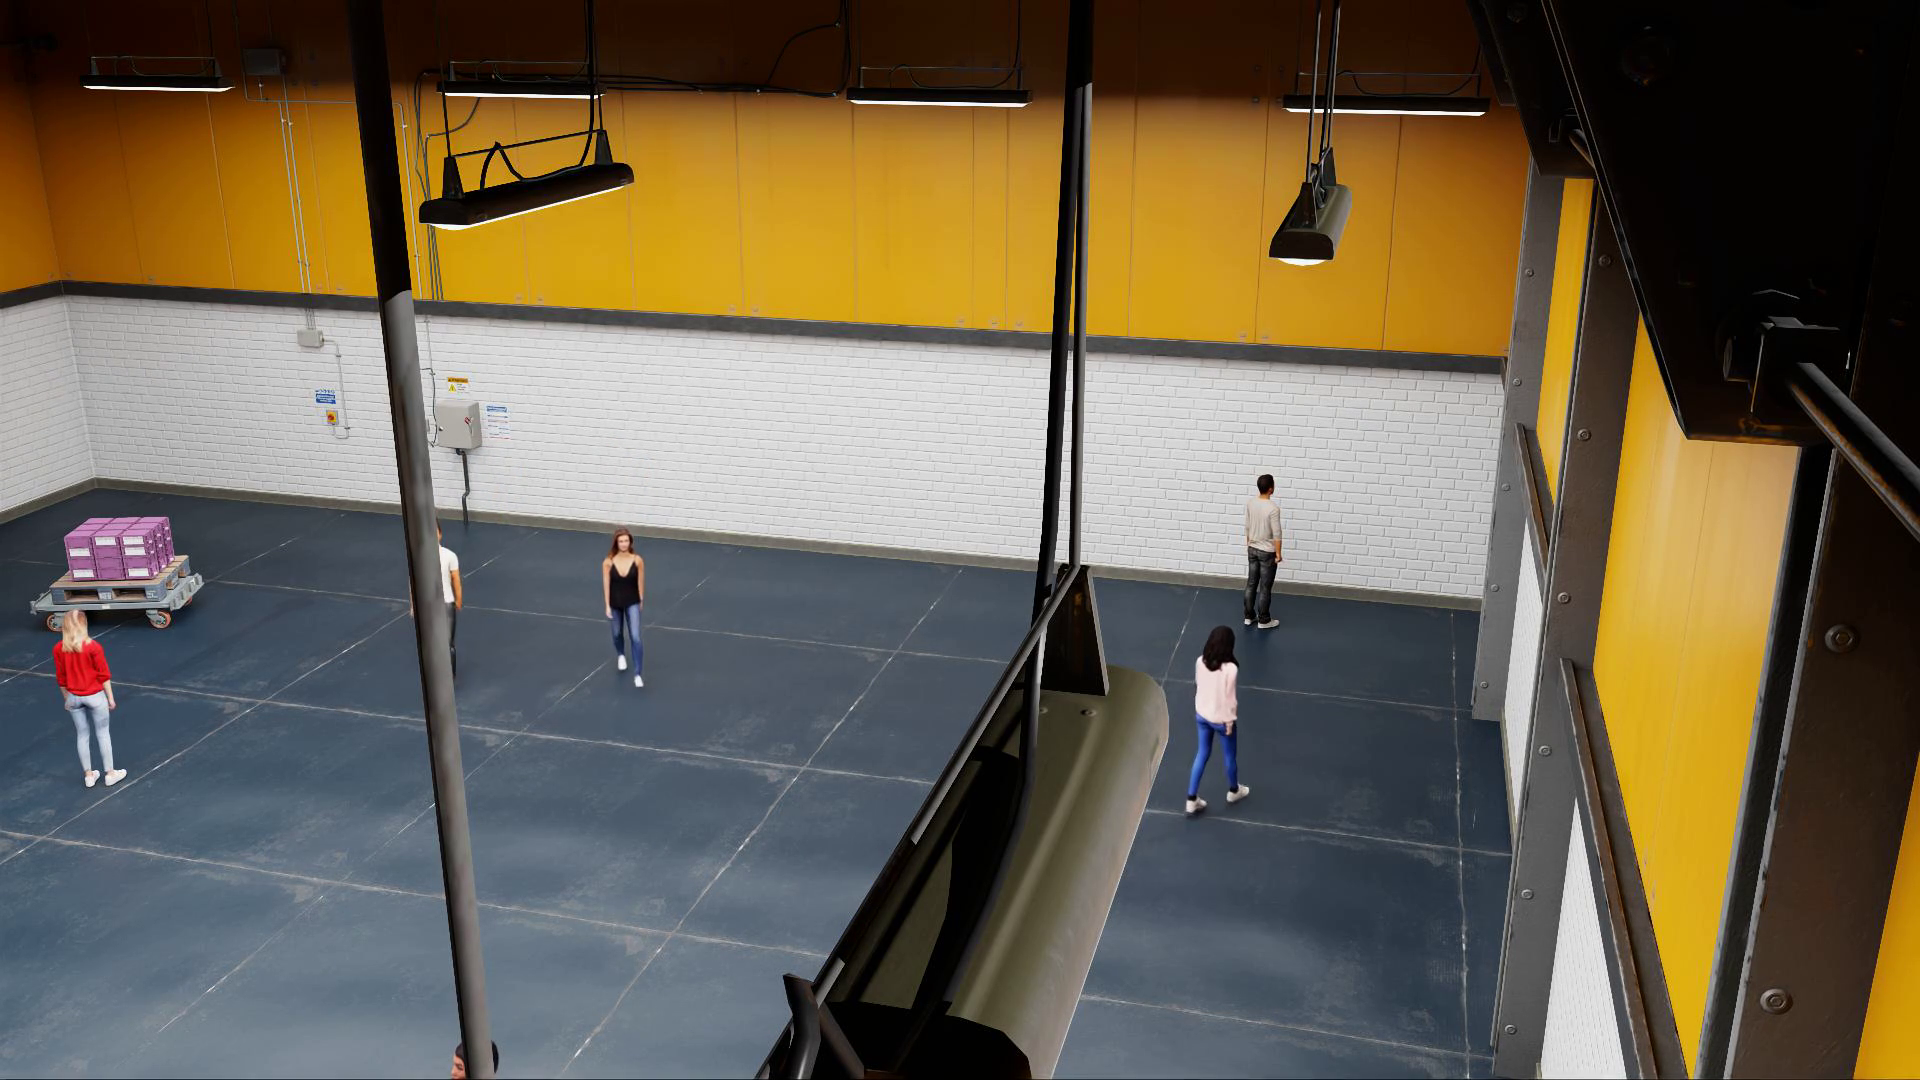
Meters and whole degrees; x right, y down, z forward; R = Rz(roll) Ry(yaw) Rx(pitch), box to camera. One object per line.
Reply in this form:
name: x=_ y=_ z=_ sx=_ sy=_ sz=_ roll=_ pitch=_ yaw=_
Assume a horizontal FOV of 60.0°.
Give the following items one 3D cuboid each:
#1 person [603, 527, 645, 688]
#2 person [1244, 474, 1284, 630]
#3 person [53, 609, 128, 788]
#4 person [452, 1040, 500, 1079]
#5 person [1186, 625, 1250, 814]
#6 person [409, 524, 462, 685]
person: x=-3.572 y=0.668 z=17.612 sx=0.889 sy=1.680 sz=1.152 roll=-4 pitch=19 yaw=-11
person: x=3.457 y=0.120 z=19.033 sx=0.744 sy=1.812 sz=0.730 roll=-15 pitch=24 yaw=-38
person: x=-8.013 y=1.449 z=15.260 sx=0.680 sy=1.703 sz=0.624 roll=-1 pitch=19 yaw=-3
person: x=-2.608 y=3.488 z=9.140 sx=0.653 sy=1.744 sz=0.641 roll=-17 pitch=25 yaw=-41
person: x=2.202 y=1.612 z=14.716 sx=1.104 sy=1.739 sz=0.975 roll=-16 pitch=24 yaw=-39
person: x=-5.505 y=0.653 z=17.533 sx=0.932 sy=1.760 sz=1.206 roll=-2 pitch=19 yaw=-7
